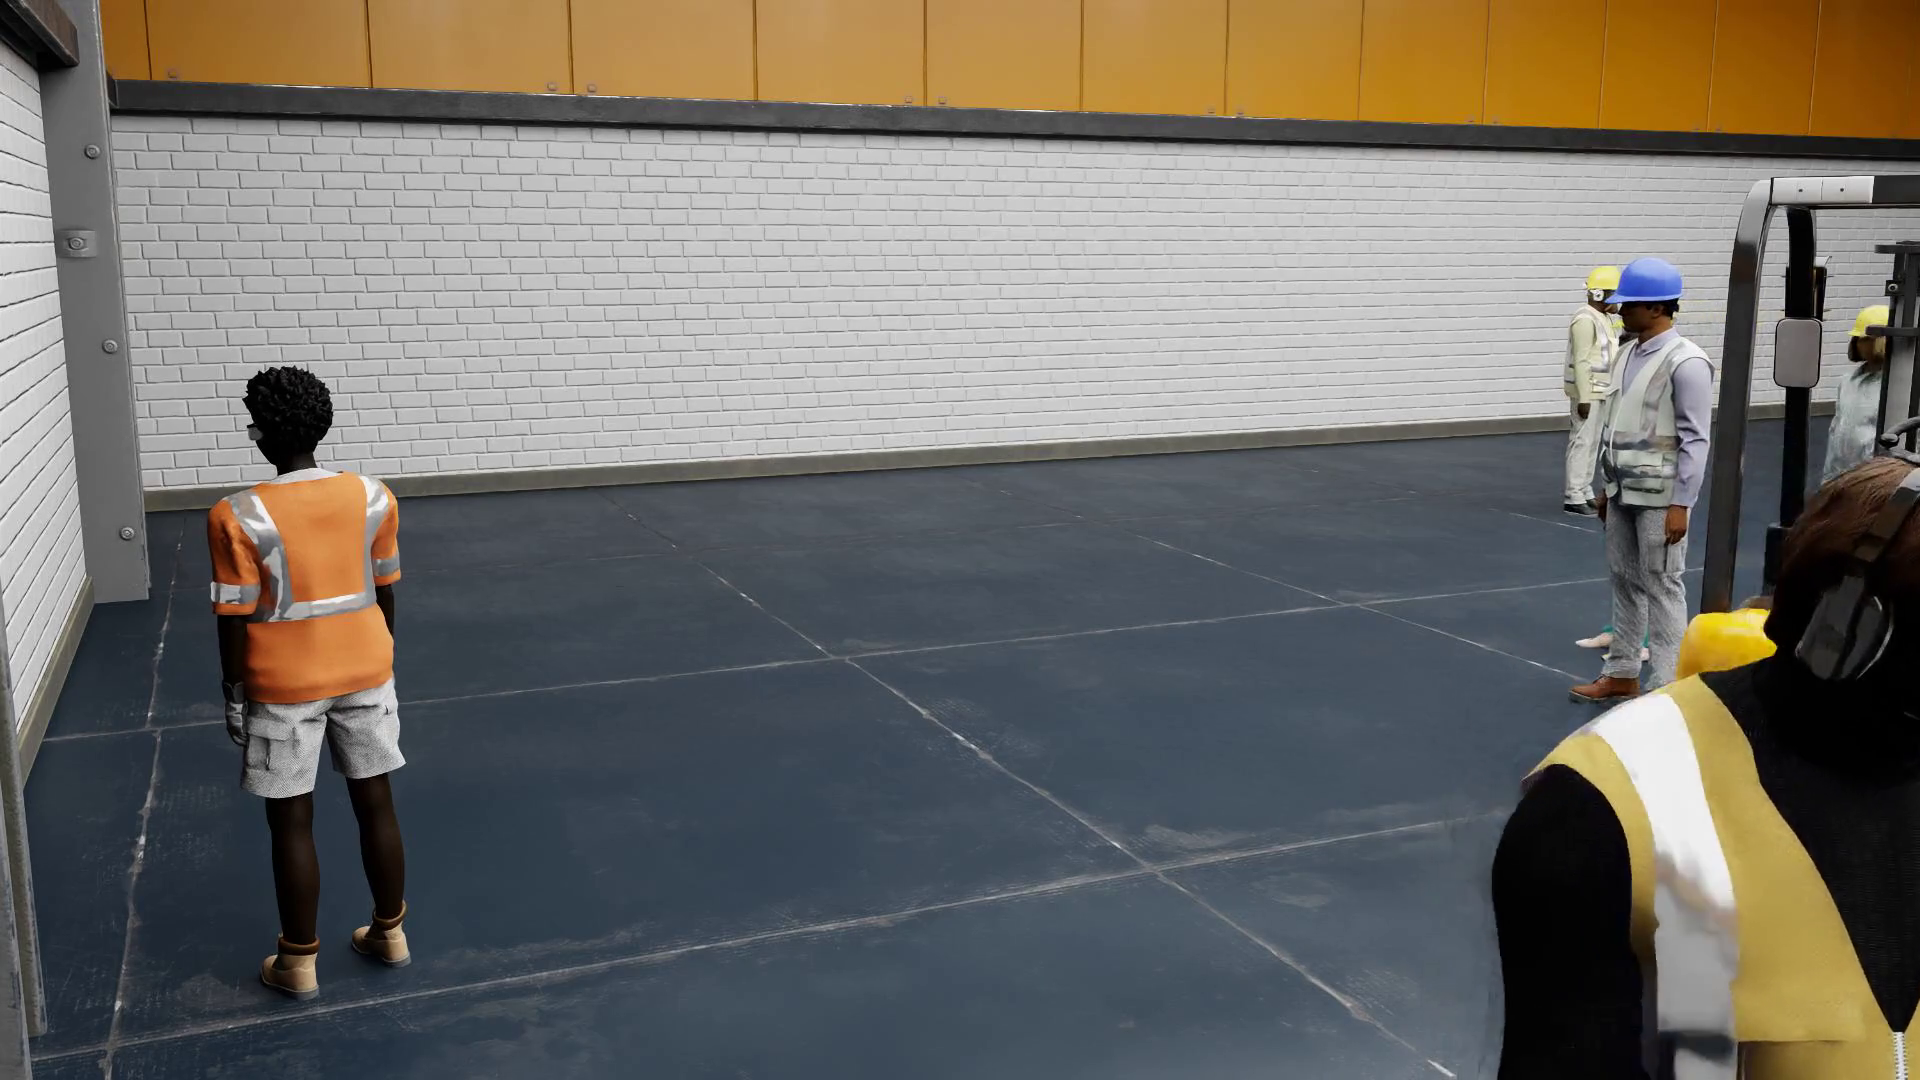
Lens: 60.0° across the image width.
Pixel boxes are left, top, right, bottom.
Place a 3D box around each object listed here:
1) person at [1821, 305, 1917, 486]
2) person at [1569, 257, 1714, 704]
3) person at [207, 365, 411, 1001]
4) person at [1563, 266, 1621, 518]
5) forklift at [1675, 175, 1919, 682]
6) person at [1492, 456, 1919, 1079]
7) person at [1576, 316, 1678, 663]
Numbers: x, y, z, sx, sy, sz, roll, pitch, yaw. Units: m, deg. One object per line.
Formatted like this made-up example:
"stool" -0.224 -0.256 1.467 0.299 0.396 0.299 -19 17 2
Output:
"person" 4.472 -0.296 8.119 0.850 1.708 0.487 -2 10 -10
"person" 2.870 -0.201 6.975 0.402 1.943 0.608 -2 10 -9
"person" -1.731 0.384 4.466 0.320 1.690 0.531 9 14 41
"person" 4.626 -1.081 12.151 0.403 1.827 0.590 7 12 34
"forklift" 2.810 0.094 4.662 1.214 2.155 2.313 7 12 34
"person" 0.837 0.813 1.734 0.646 1.819 0.450 0 10 0
"person" 3.231 -0.289 7.960 0.317 1.766 0.528 2 10 10
